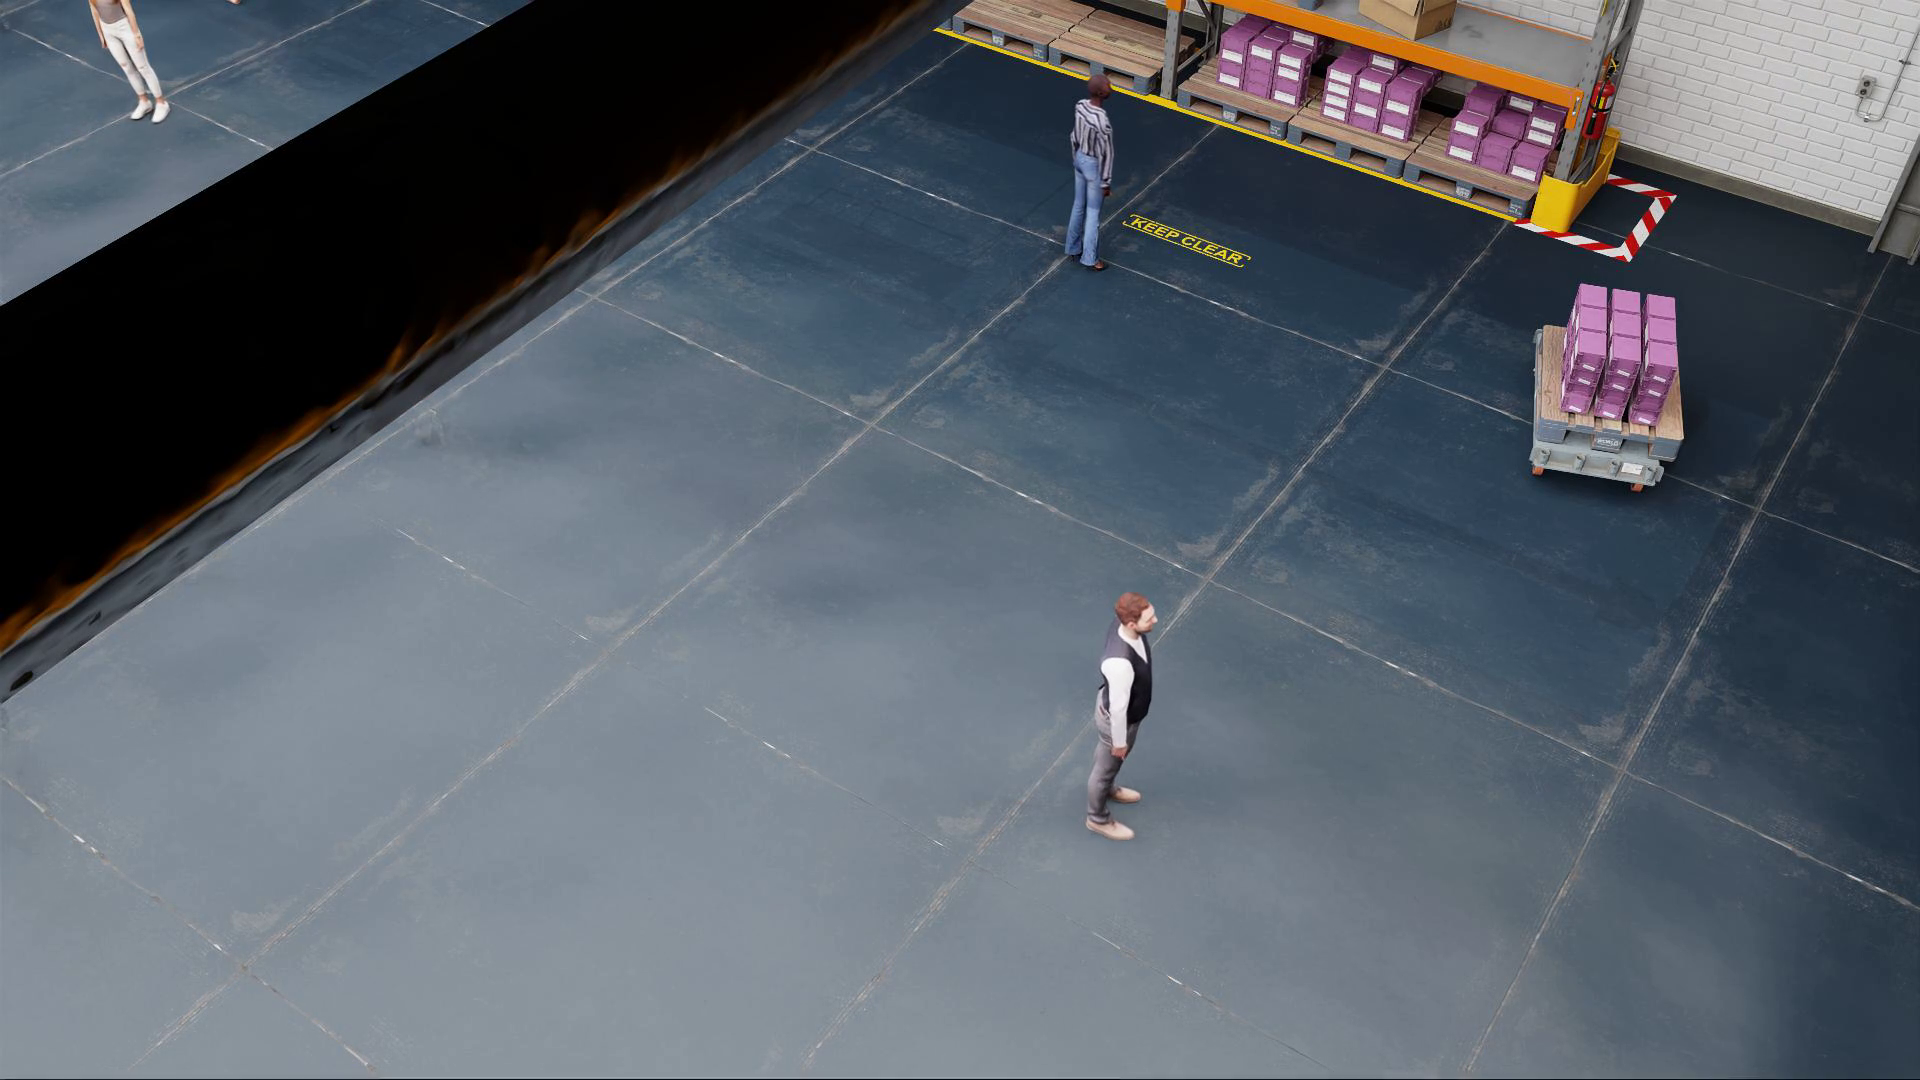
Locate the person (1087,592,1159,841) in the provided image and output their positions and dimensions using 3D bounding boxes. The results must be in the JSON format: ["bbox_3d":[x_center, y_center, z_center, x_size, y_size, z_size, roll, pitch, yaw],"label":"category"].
[{"bbox_3d":[0.922,0.991,9.684,0.691,1.932,0.725,9,44,9],"label":"person"}]

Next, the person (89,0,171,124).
[{"bbox_3d":[-8.050,-4.870,15.991,0.591,1.717,0.715,6,44,7],"label":"person"}]

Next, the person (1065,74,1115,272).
[{"bbox_3d":[1.113,-3.116,14.095,0.767,1.794,0.638,-22,48,-21],"label":"person"}]
